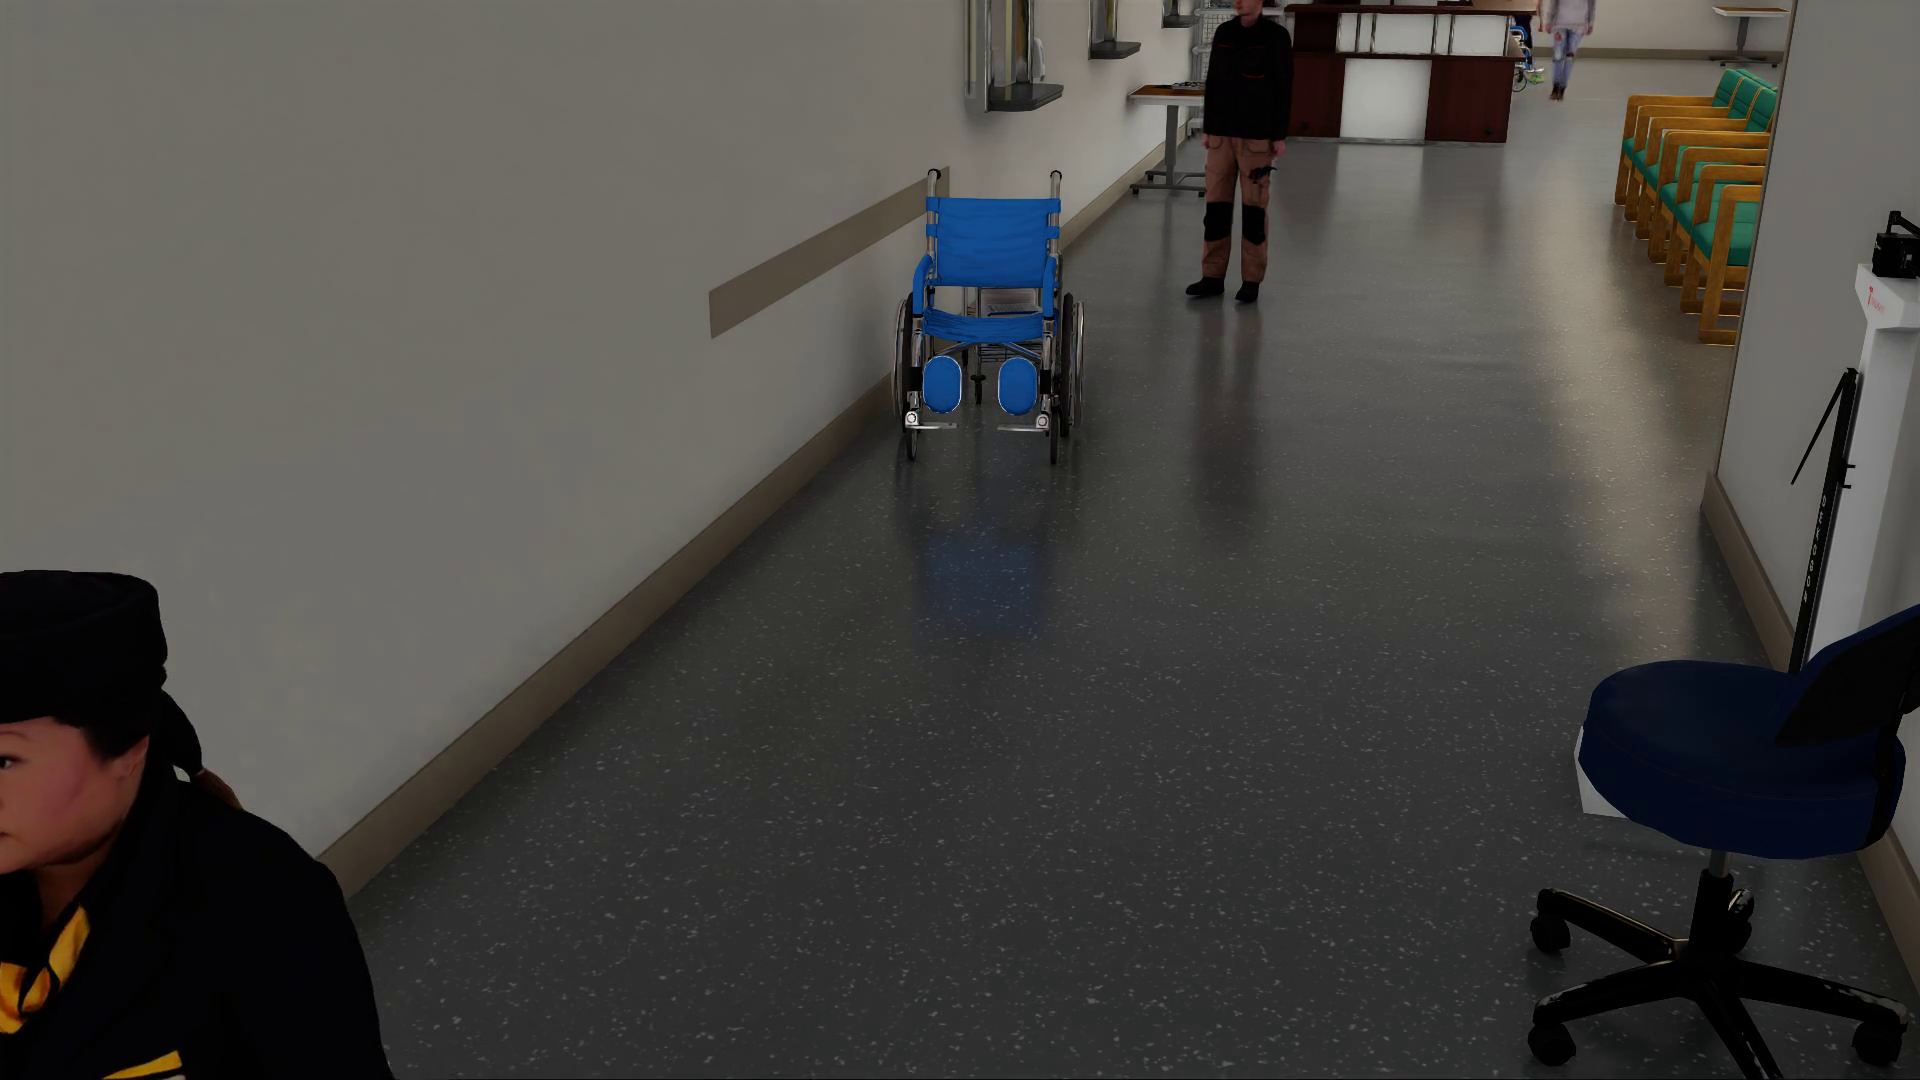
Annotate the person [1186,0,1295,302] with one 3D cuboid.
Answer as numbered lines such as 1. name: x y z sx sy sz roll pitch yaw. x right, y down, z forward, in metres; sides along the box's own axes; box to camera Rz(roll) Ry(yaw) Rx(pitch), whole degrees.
1. person: 1.690 -2.401 9.920 0.664 1.923 0.827 13 24 31

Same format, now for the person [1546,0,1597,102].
1. person: 7.494 -6.343 20.466 0.553 1.825 0.764 6 21 15

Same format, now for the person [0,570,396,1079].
1. person: -0.784 0.789 1.871 0.713 1.657 0.810 8 22 20

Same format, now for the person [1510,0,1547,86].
1. person: 7.510 -6.950 22.323 1.194 1.644 1.283 -15 25 -34
